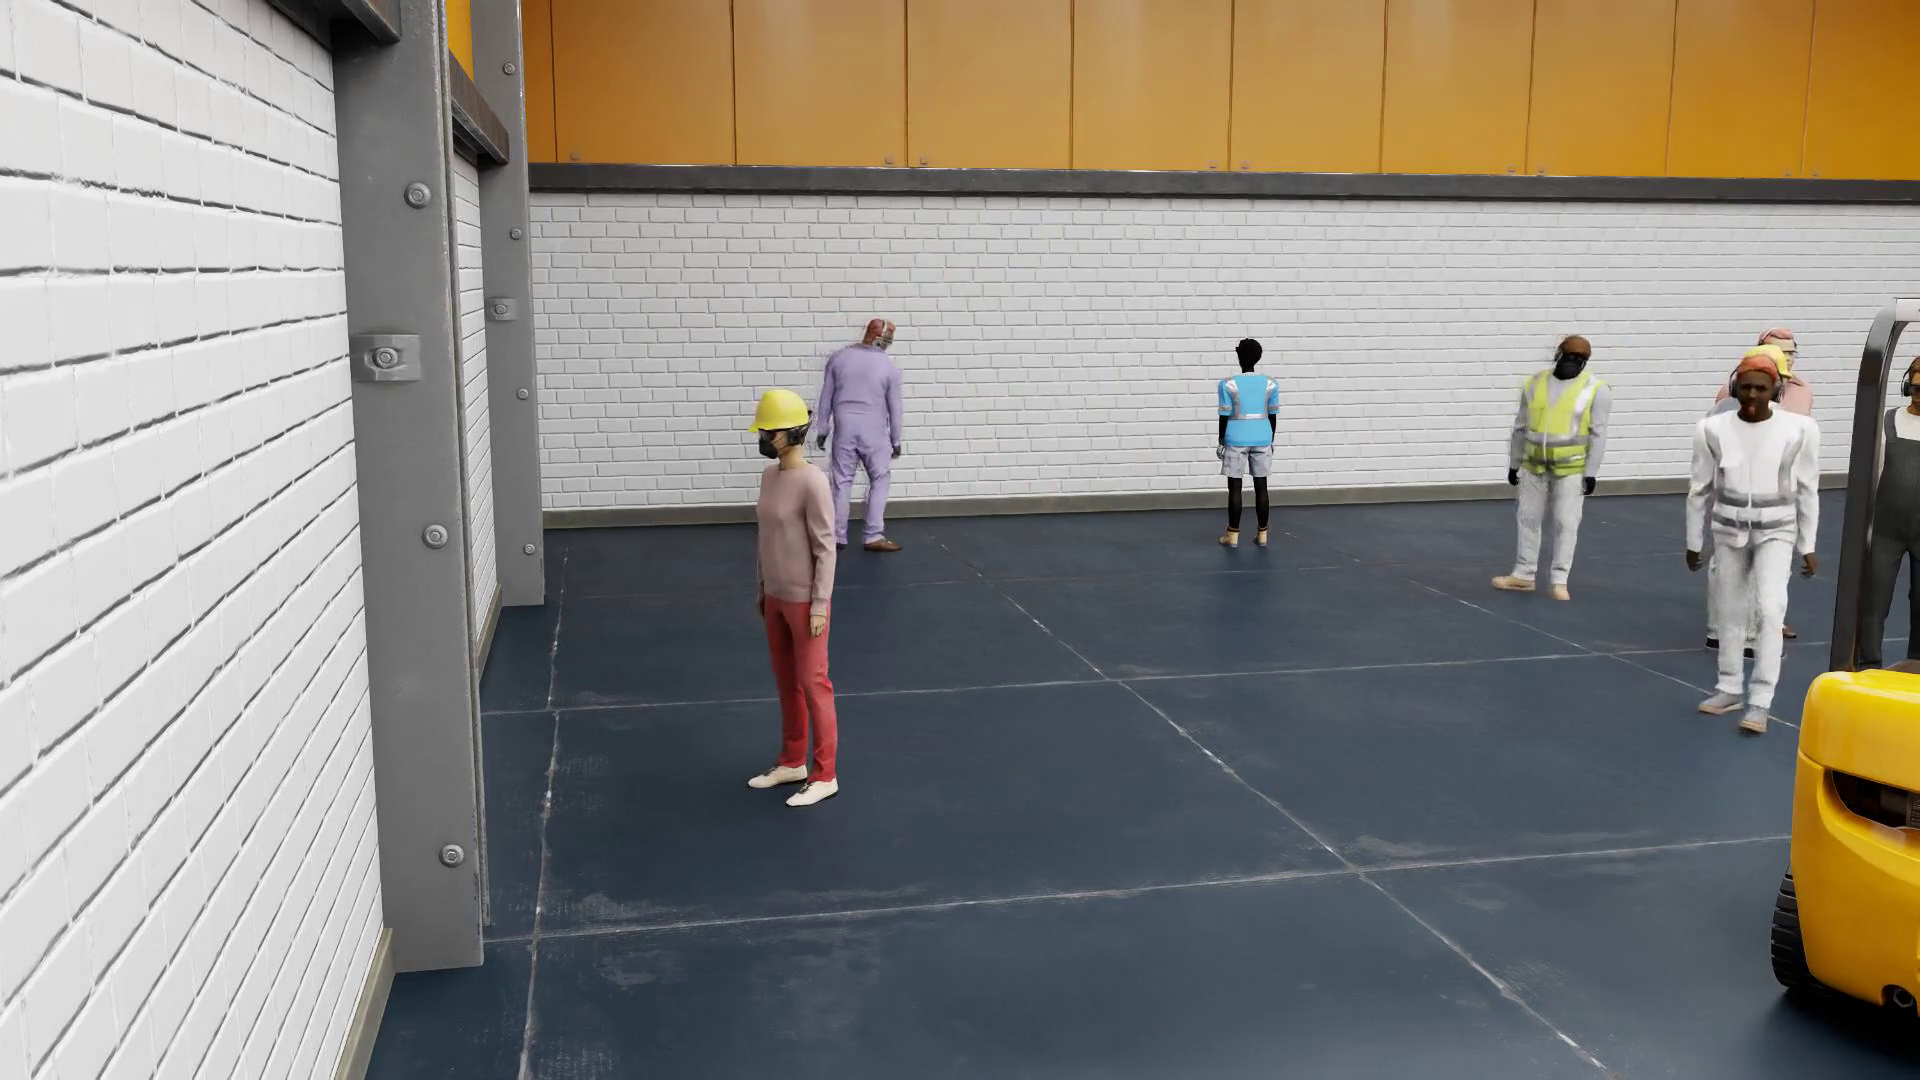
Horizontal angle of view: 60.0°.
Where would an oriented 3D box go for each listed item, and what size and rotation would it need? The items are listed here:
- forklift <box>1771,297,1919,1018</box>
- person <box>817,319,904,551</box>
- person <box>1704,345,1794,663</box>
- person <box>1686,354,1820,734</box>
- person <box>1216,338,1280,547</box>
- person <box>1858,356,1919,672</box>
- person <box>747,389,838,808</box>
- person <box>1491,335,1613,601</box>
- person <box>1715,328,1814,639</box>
[{"bbox_3d":[3.542,0.334,5.177,2.313,2.155,1.214,-9,13,-43],"label":"forklift"},{"bbox_3d":[-0.823,-0.837,13.340,0.773,1.865,0.397,2,10,15],"label":"person"},{"bbox_3d":[4.570,-0.210,9.612,0.404,1.825,0.587,-3,10,-15],"label":"person"},{"bbox_3d":[3.878,0.017,8.191,0.611,1.852,0.708,7,11,35],"label":"person"},{"bbox_3d":[2.327,-0.783,13.496,0.534,1.697,0.318,-2,10,-12],"label":"person"},{"bbox_3d":[4.809,-0.021,8.418,0.505,1.840,0.346,5,10,26],"label":"person"},{"bbox_3d":[-0.725,0.243,7.036,0.330,1.765,0.533,-6,11,-34],"label":"person"},{"bbox_3d":[4.032,-0.492,11.404,0.767,1.815,0.431,9,13,44],"label":"person"},{"bbox_3d":[4.908,-0.334,10.123,0.655,1.904,0.407,-2,10,-14],"label":"person"}]
